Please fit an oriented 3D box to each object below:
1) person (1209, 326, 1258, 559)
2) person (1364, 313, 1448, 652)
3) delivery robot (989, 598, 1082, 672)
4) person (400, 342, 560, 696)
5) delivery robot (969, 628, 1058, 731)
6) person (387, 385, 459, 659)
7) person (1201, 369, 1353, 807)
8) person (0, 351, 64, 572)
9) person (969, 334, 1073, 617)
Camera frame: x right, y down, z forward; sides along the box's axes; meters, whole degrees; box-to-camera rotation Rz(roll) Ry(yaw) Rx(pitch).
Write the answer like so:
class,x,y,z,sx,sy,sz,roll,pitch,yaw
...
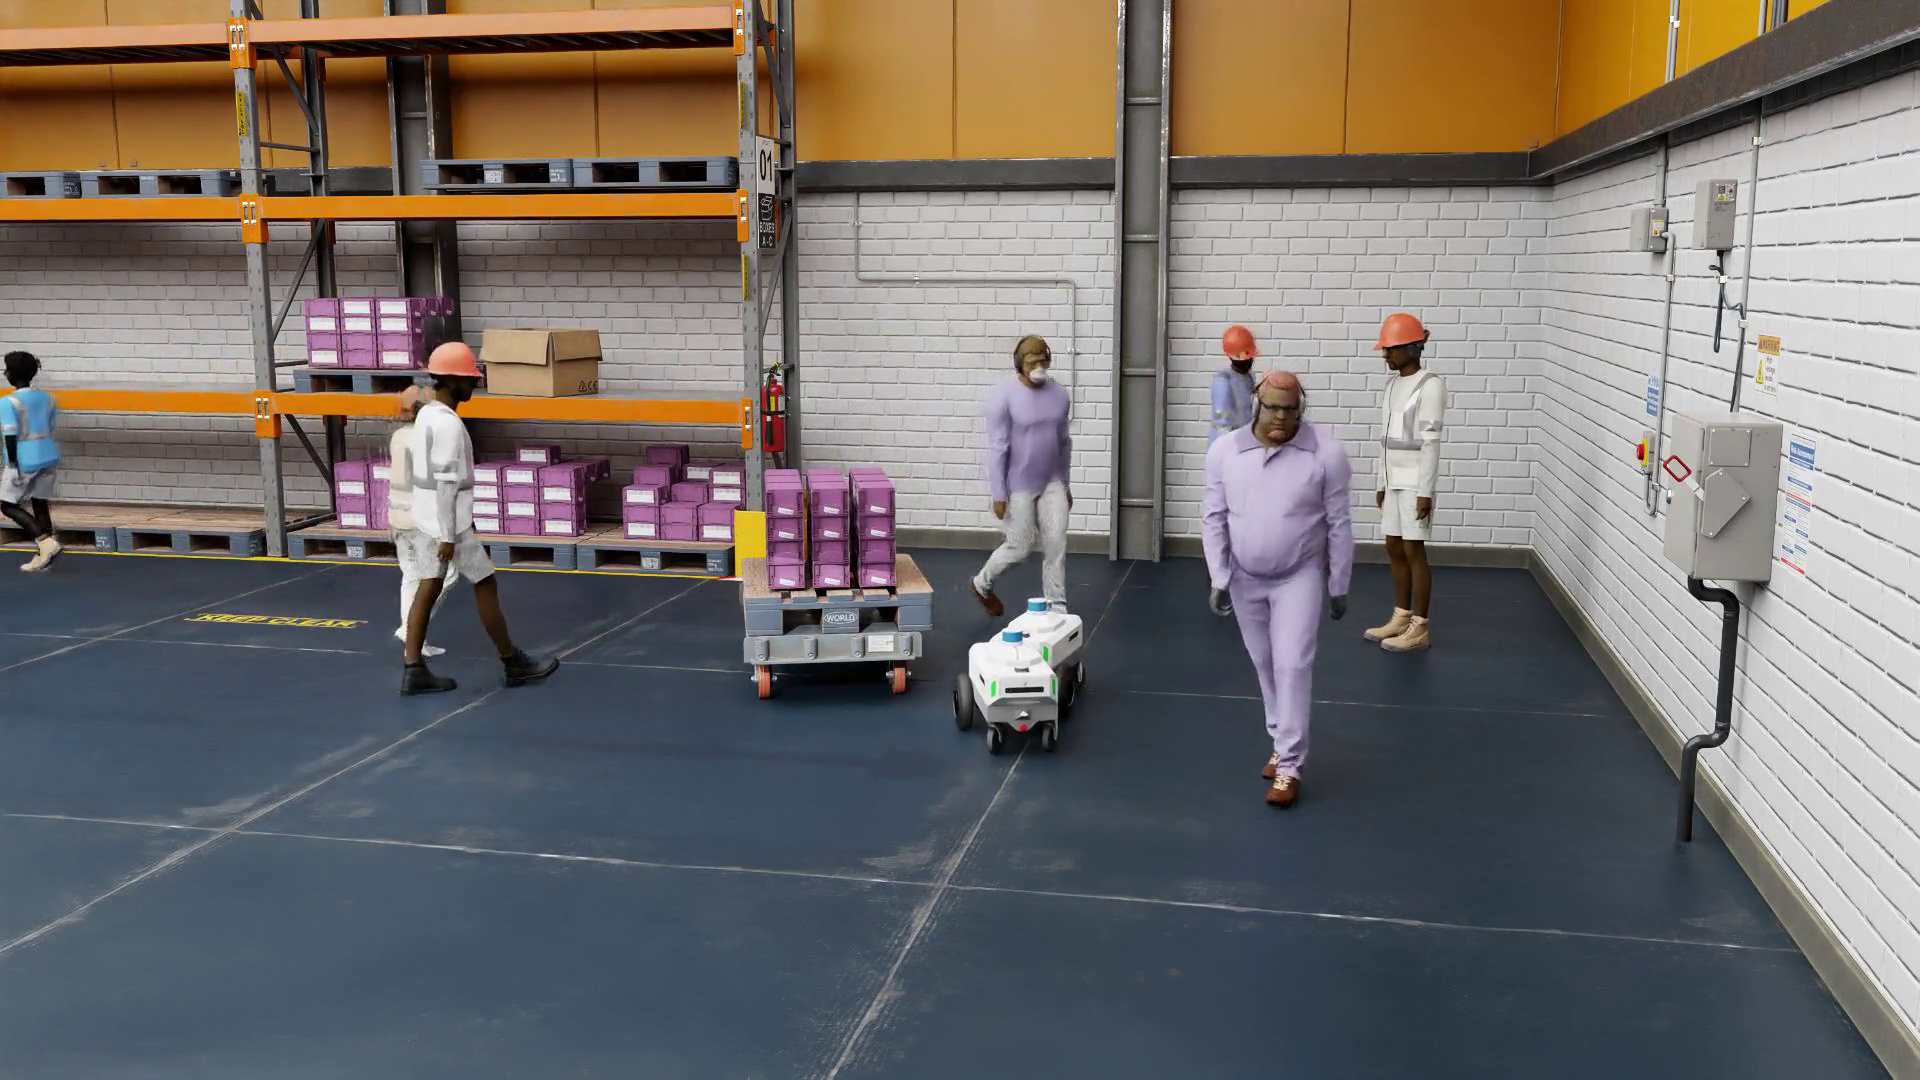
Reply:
class,x,y,z,sx,sy,sz,roll,pitch,yaw
person,1.972,-0.597,11.991,0.437,1.892,0.622,6,11,31
person,2.672,-0.348,10.058,0.409,2.028,0.618,-2,10,-13
delivery robot,0.407,0.550,8.776,0.477,0.478,0.707,3,10,19
person,-2.657,-0.116,9.019,0.917,1.894,0.570,-6,11,-33
delivery robot,0.253,0.669,8.062,0.477,0.478,0.707,-1,10,-8
person,-3.144,-0.096,9.745,0.386,1.623,0.509,-8,12,-40
person,1.342,0.195,7.267,0.647,1.858,0.875,5,11,28
person,-6.920,-0.569,12.414,0.419,1.684,0.539,2,10,14
person,0.383,-0.338,10.378,0.660,1.907,0.796,-7,12,-35
